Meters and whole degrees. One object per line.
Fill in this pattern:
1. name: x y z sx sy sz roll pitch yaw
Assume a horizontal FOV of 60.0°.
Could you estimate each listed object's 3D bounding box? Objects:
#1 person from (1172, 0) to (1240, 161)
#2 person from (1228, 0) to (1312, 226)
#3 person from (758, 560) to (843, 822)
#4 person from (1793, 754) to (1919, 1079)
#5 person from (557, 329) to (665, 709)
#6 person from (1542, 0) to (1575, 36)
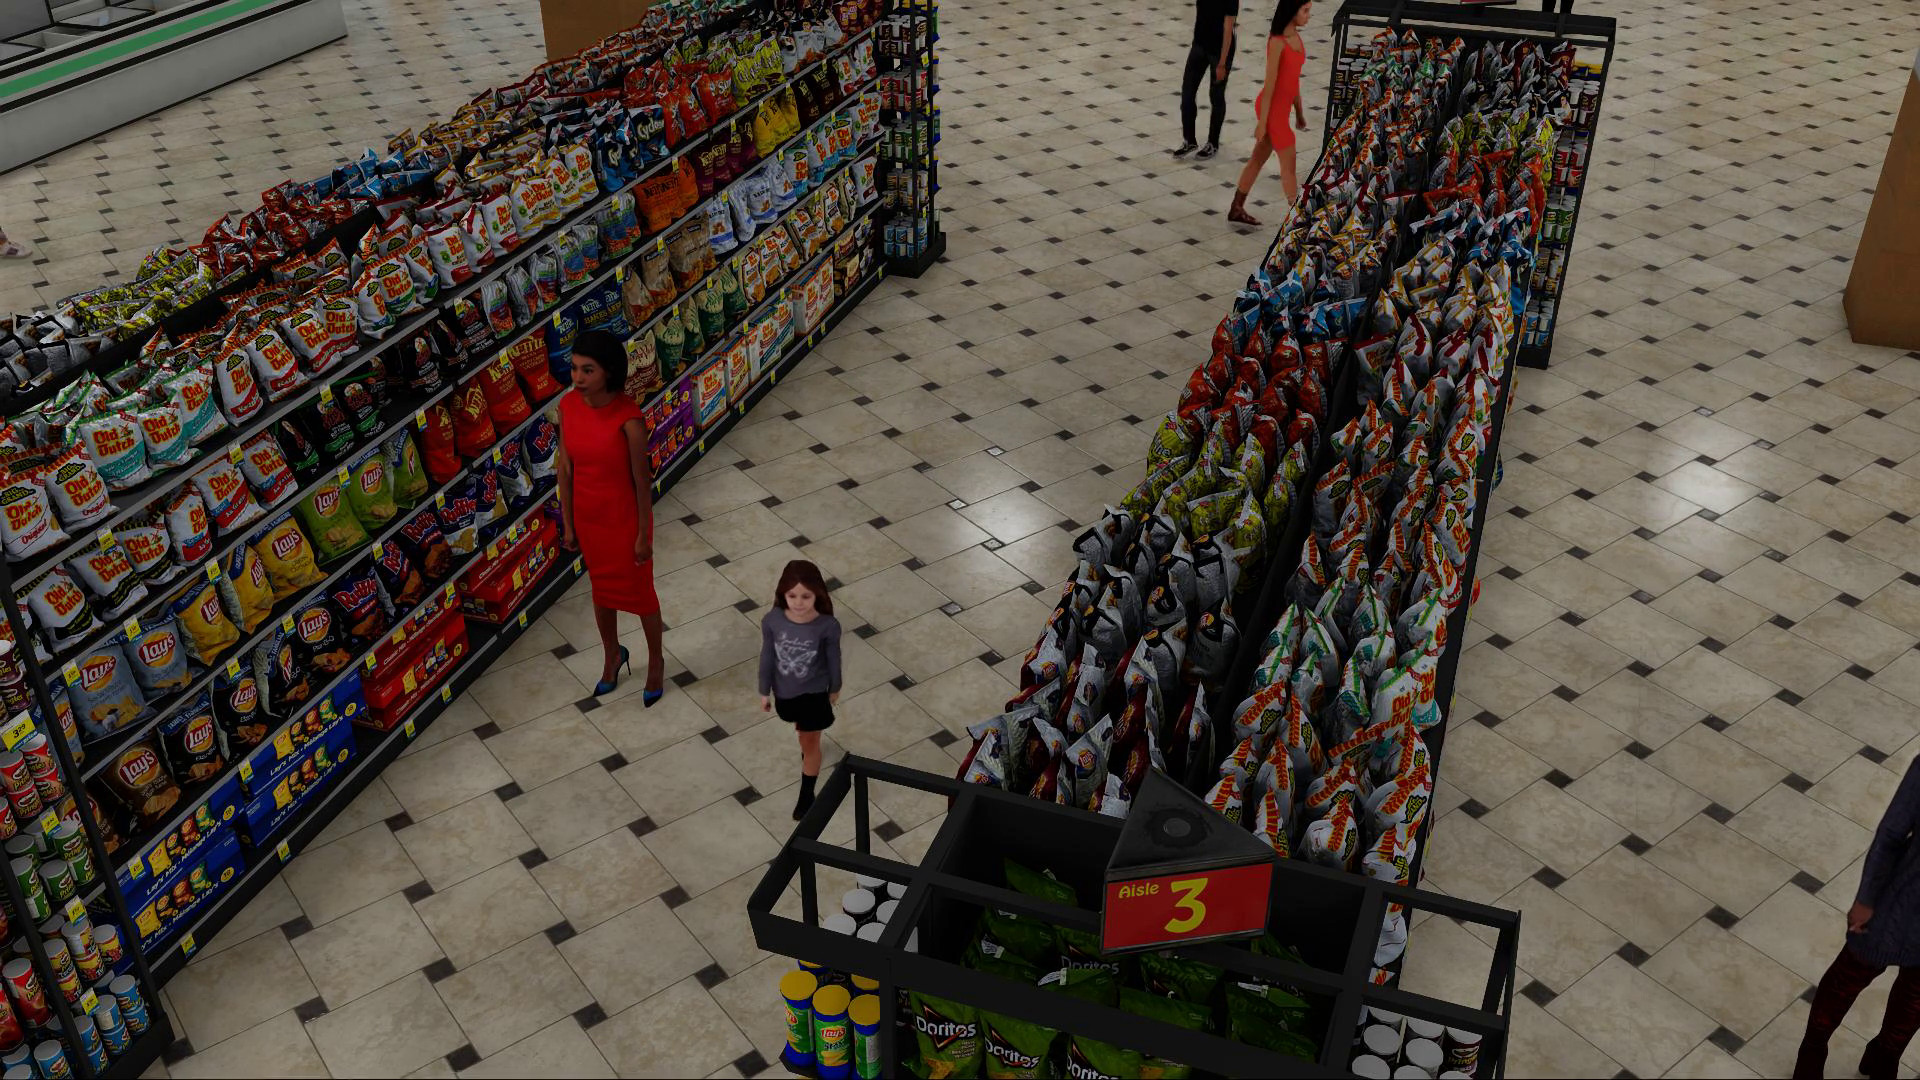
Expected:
1. person: 2.008 -3.859 13.031 0.836 1.796 0.789 -20 37 -29
2. person: 2.149 -3.031 11.808 0.701 1.684 0.937 14 34 21
3. person: -0.626 0.533 6.647 0.537 1.084 0.803 6 32 10
4. person: 2.973 1.113 5.123 0.608 1.710 0.546 7 33 11
5. person: -1.456 -0.075 7.000 0.560 1.744 0.483 11 33 16
6. person: 6.000 -5.837 16.380 0.812 1.617 0.763 -17 36 -25
